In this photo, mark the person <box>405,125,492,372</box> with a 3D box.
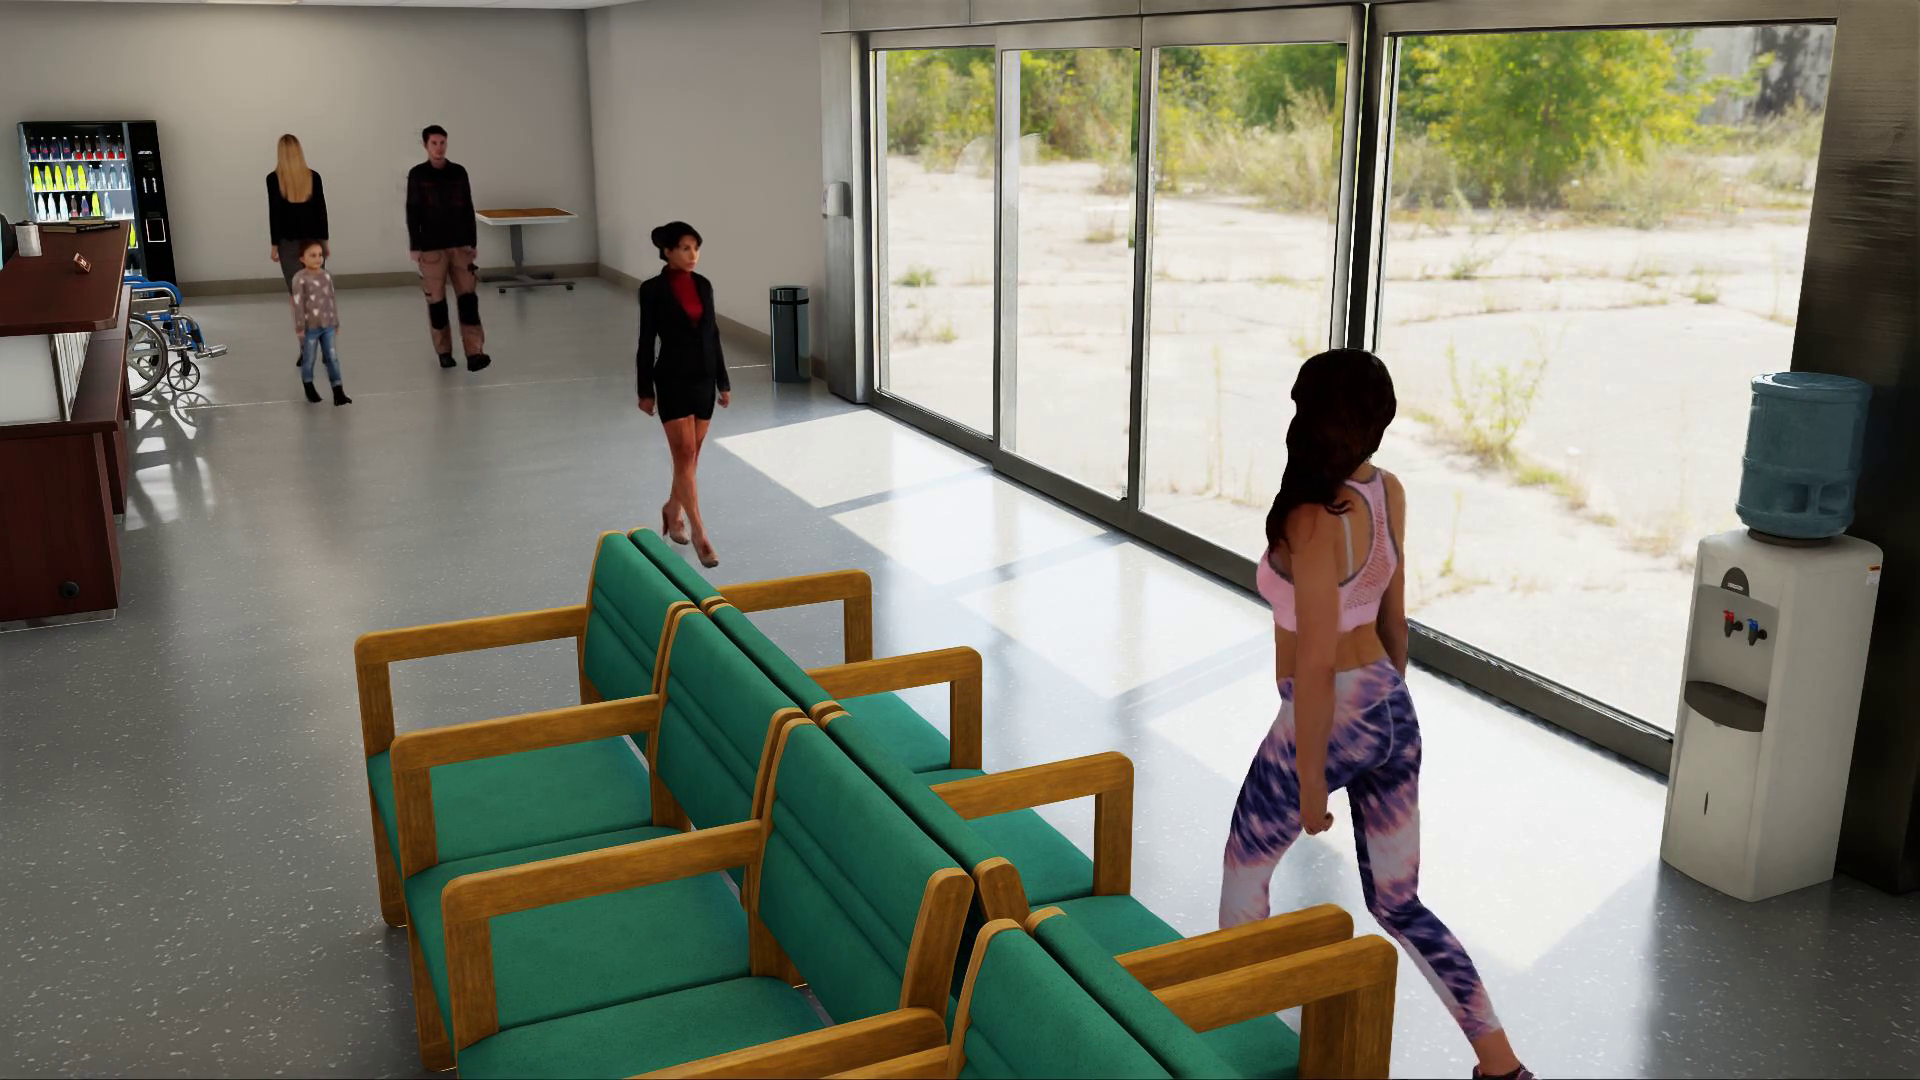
[{"bbox_3d":[-4.082,-2.278,13.118,1.033,1.893,0.858,-9,18,-30],"label":"person"}]

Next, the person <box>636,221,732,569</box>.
[{"bbox_3d":[-1.367,-0.708,8.074,0.878,1.610,0.801,-13,20,-39],"label":"person"}]

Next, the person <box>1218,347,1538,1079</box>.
[{"bbox_3d":[0.902,0.493,3.604,0.963,1.723,1.204,14,21,41],"label":"person"}]

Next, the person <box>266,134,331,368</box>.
[{"bbox_3d":[-5.270,-2.306,13.314,0.560,1.842,0.725,-12,20,-37],"label":"person"}]

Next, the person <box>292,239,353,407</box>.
[{"bbox_3d":[-4.596,-1.534,11.812,0.740,1.171,0.831,15,22,43],"label":"person"}]
